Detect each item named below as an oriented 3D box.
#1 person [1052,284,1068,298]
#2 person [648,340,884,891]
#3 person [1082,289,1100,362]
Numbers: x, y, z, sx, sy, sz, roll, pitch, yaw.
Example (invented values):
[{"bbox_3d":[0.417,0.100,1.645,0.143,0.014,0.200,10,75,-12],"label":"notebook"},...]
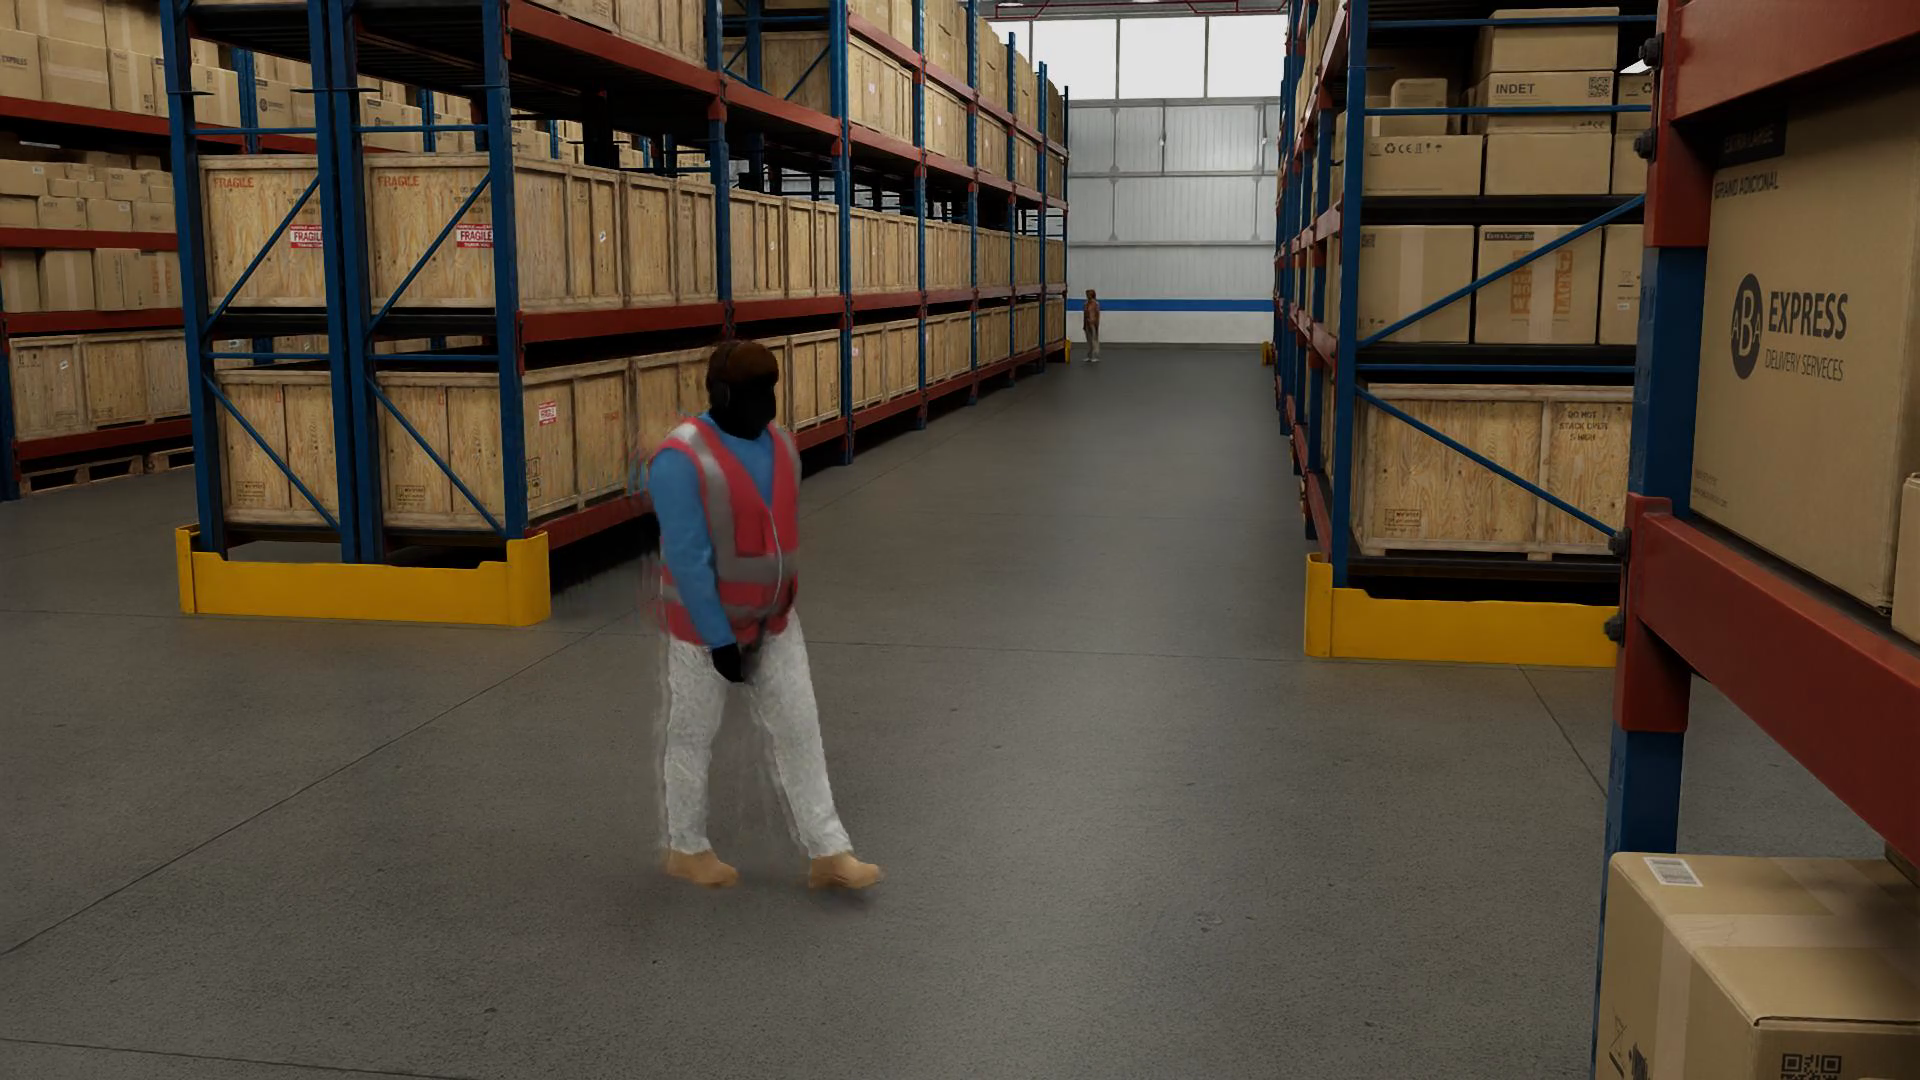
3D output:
[{"bbox_3d":[2.235,-5.056,38.033,0.489,1.917,0.561,-1,9,-4],"label":"person"},{"bbox_3d":[-0.639,0.276,5.304,0.869,1.803,0.631,7,12,38],"label":"person"},{"bbox_3d":[2.964,-4.820,37.441,0.313,1.636,0.517,-6,11,-32],"label":"person"}]
